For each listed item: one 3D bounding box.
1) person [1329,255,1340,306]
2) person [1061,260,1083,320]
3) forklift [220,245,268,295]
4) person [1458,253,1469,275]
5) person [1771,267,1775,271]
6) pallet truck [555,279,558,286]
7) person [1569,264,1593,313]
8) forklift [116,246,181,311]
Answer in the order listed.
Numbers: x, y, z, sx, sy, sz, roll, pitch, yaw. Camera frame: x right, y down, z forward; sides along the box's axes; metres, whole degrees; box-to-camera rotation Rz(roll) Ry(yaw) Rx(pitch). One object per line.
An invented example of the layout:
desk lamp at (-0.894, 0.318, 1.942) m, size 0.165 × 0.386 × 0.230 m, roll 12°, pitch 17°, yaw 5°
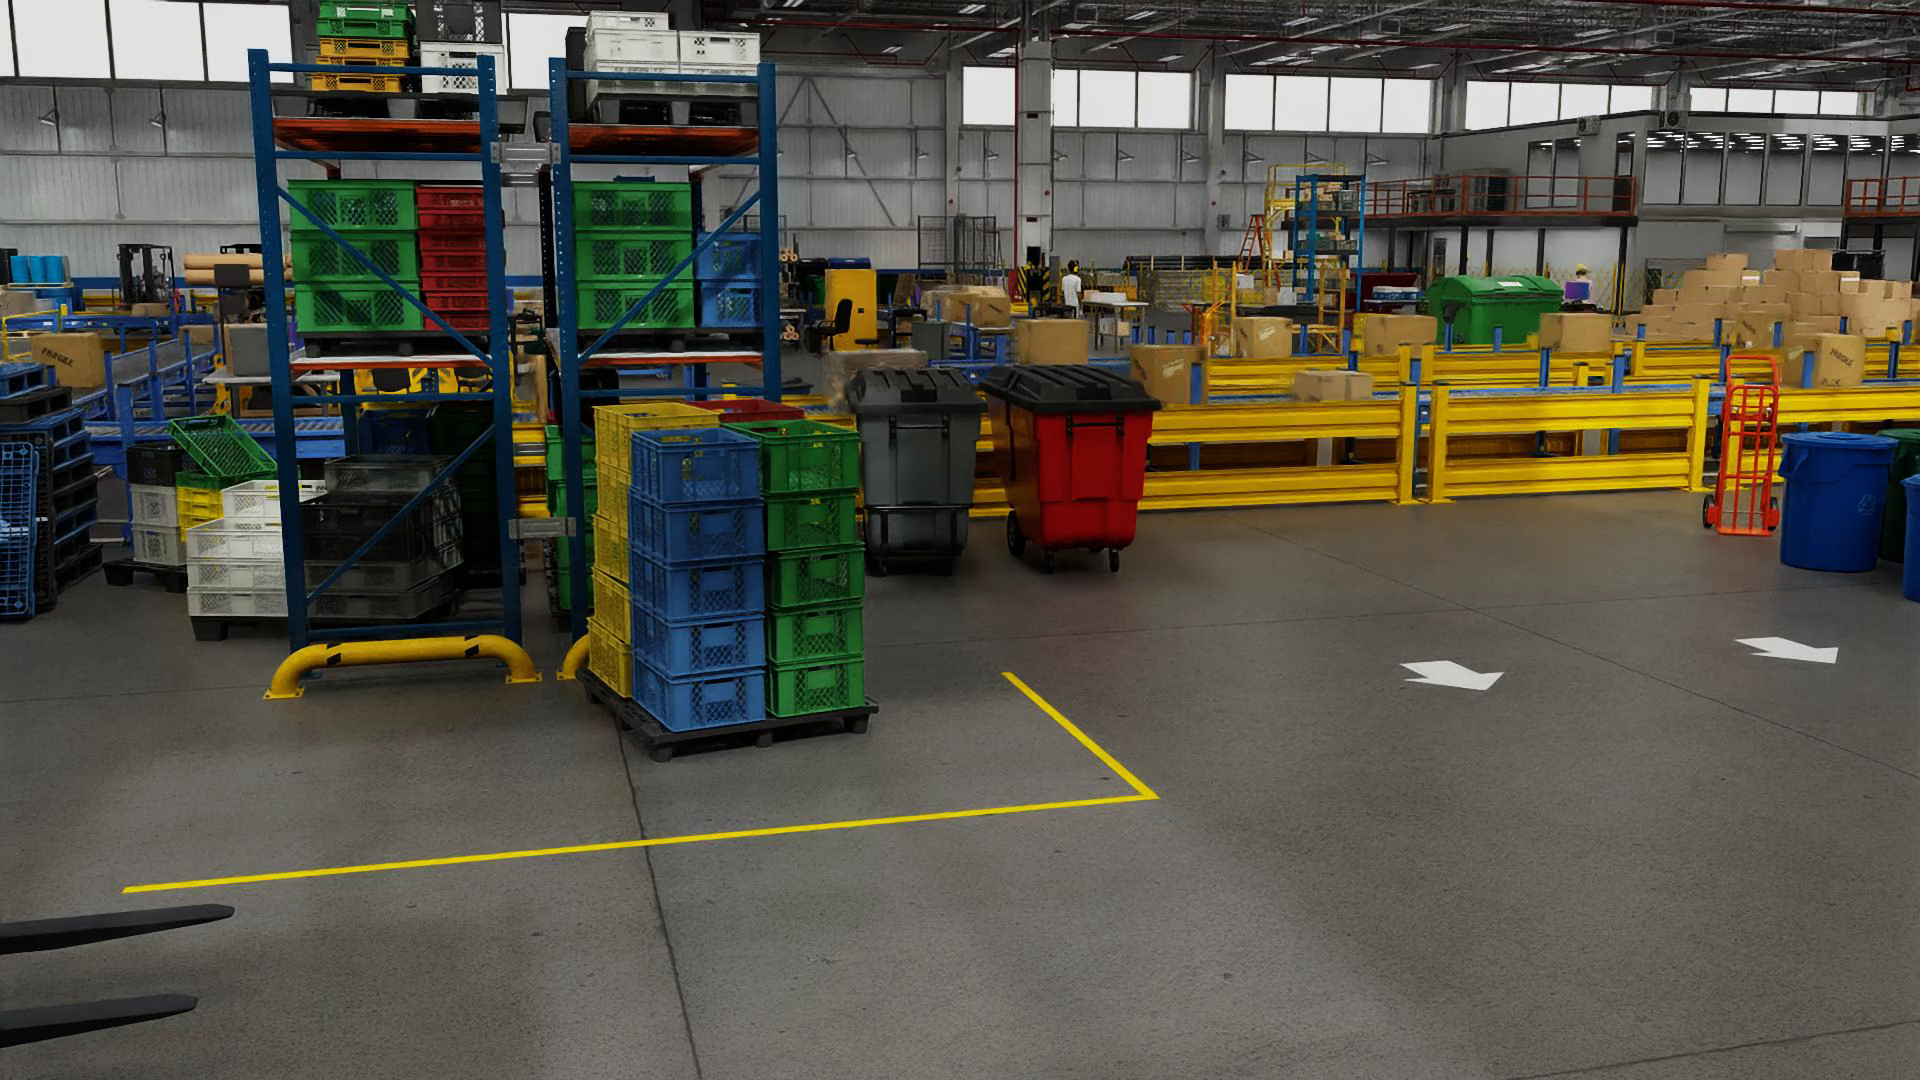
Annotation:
person at (12.156, -8.257, 53.572) m, size 0.604 × 1.864 × 0.422 m, roll 8°, pitch 13°, yaw 37°
person at (2.172, -4.440, 31.955) m, size 0.323 × 1.871 × 0.530 m, roll -9°, pitch 14°, yaw -42°
forklift at (-17.749, -6.334, 41.440) m, size 1.157 × 1.987 × 2.680 m, roll -3°, pitch 10°, yaw -17°
person at (17.391, -8.979, 57.492) m, size 0.362 × 1.928 × 0.587 m, roll 7°, pitch 12°, yaw 33°
person at (21.798, -6.673, 44.465) m, size 0.553 × 1.922 × 0.724 m, roll -5°, pitch 11°, yaw -28°
pallet truck at (-10.604, -6.375, 44.520) m, size 0.653 × 1.274 × 1.630 m, roll -3°, pitch 10°, yaw -15°
person at (13.066, -4.930, 35.075) m, size 0.538 × 1.756 × 0.393 m, roll -1°, pitch 10°, yaw -3°
forklift at (-19.966, -6.232, 40.894) m, size 1.157 × 1.987 × 2.680 m, roll -3°, pitch 10°, yaw -15°
